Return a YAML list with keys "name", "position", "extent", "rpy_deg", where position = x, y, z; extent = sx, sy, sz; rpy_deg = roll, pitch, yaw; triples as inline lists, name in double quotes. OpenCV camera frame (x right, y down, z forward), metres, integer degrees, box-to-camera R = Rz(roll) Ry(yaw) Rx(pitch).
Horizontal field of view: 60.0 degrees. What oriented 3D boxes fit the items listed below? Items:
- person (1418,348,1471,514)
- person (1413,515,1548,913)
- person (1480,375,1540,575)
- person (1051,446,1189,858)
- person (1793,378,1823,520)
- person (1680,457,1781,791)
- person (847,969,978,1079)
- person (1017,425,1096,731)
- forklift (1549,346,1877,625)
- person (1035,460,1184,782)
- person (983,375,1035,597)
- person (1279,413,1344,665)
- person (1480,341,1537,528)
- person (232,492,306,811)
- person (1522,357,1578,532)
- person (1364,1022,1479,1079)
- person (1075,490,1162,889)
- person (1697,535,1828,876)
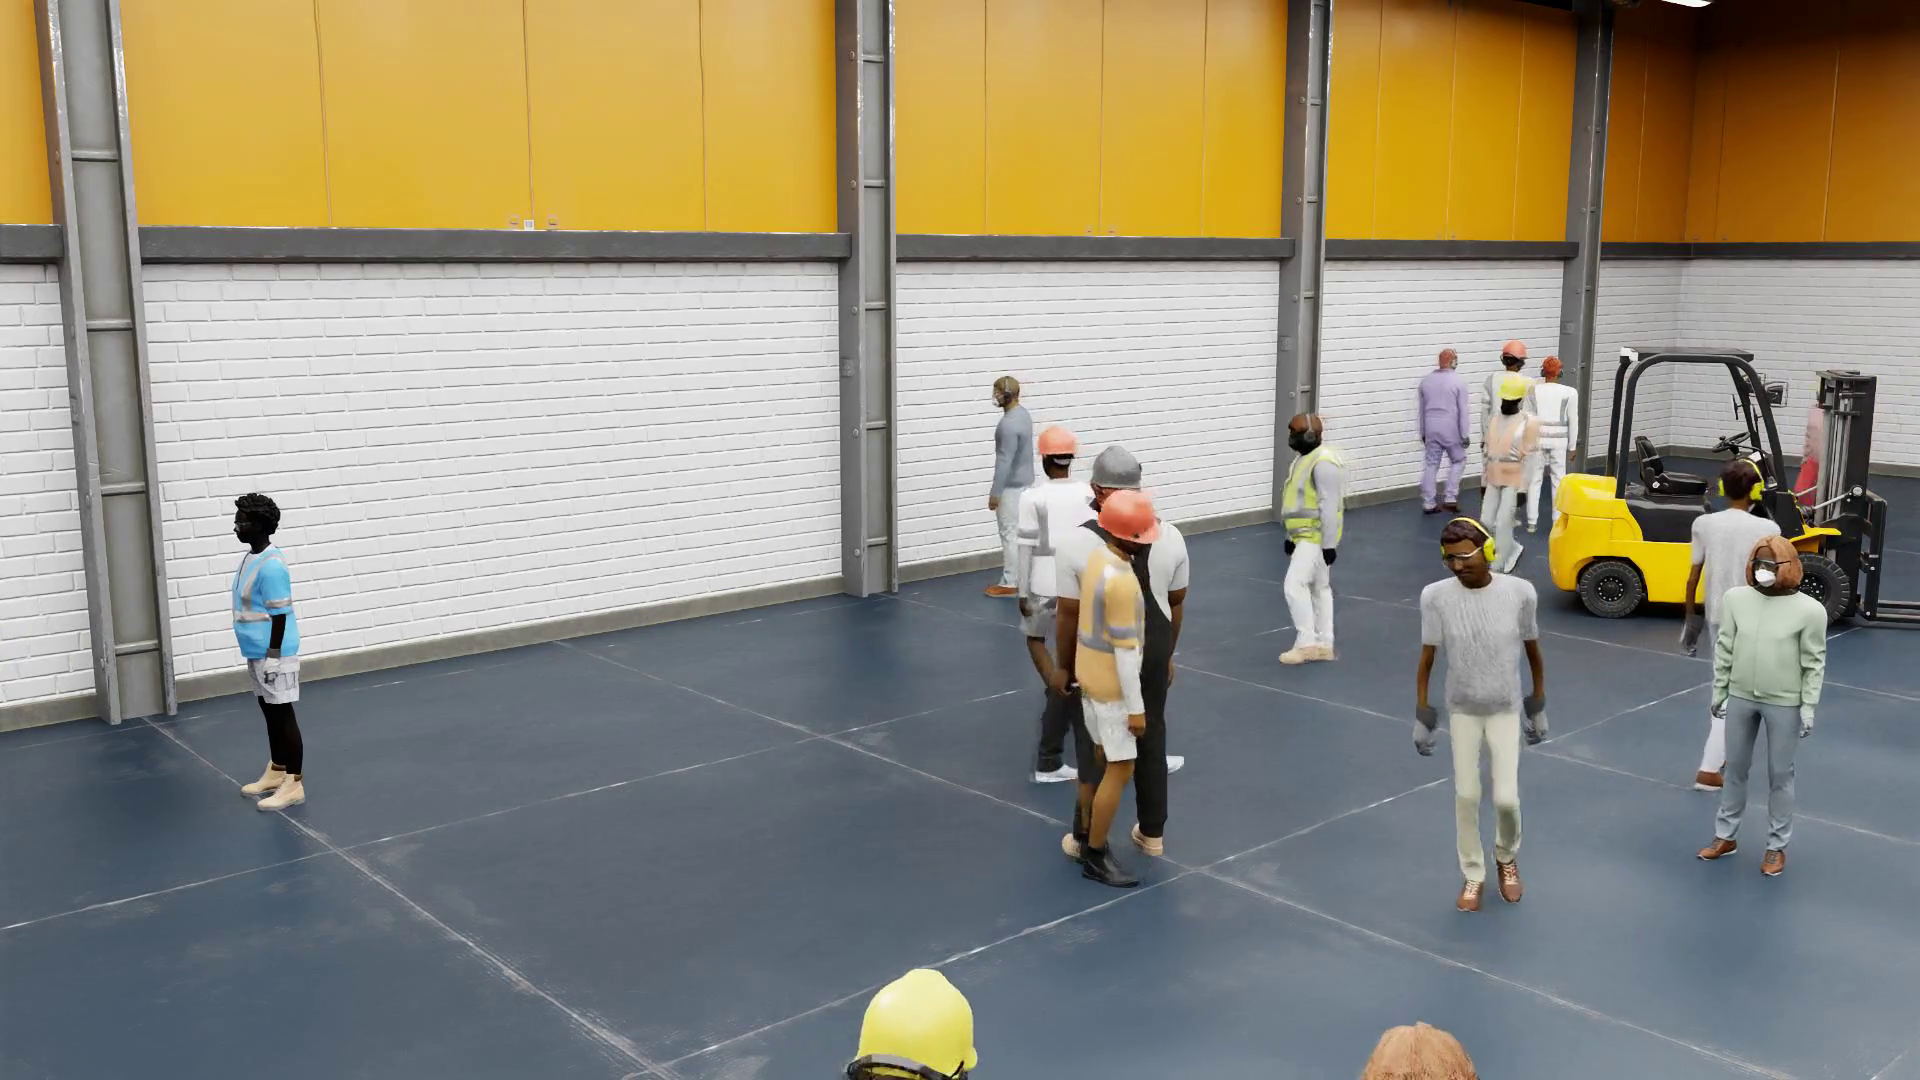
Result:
- name: "person"
  position: [5.538, -1.233, 18.968]
  extent: [0.569, 1.894, 0.696]
  rpy_deg: [-8, 13, -41]
- name: "person"
  position: [2.319, 0.780, 7.411]
  extent: [0.559, 1.825, 0.535]
  rpy_deg: [4, 10, 21]
- name: "person"
  position: [4.930, -0.536, 14.895]
  extent: [0.530, 1.899, 0.598]
  rpy_deg: [-5, 11, -28]
- name: "person"
  position: [0.739, 0.550, 8.119]
  extent: [0.673, 2.000, 0.536]
  rpy_deg: [-3, 10, -18]
- name: "person"
  position: [8.717, -0.796, 16.824]
  extent: [0.382, 1.748, 0.558]
  rpy_deg: [-3, 10, -16]
- name: "person"
  position: [4.325, 0.457, 9.283]
  extent: [0.667, 1.861, 0.540]
  rpy_deg: [-6, 12, -34]
- name: "person"
  position: [-0.088, 1.606, 2.917]
  extent: [0.530, 1.707, 0.948]
  rpy_deg: [2, 10, 13]
- name: "person"
  position: [0.617, 0.265, 10.164]
  extent: [0.545, 1.922, 0.528]
  rpy_deg: [-3, 10, -17]
- name: "forklift"
  position: [6.109, -0.478, 13.691]
  extent: [2.313, 2.155, 1.214]
  rpy_deg: [3, 10, 16]
- name: "person"
  position: [0.839, 0.449, 9.262]
  extent: [0.935, 1.840, 0.739]
  rpy_deg: [-3, 10, -15]
- name: "person"
  position: [0.424, -0.455, 14.333]
  extent: [0.432, 1.930, 0.659]
  rpy_deg: [2, 10, 11]
- name: "person"
  position: [2.479, -0.010, 12.040]
  extent: [0.597, 1.817, 0.646]
  rpy_deg: [0, 10, -2]
- name: "person"
  position: [5.950, -1.132, 18.053]
  extent: [0.460, 2.029, 0.618]
  rpy_deg: [-9, 13, -43]
- name: "person"
  position: [-3.710, 0.589, 8.900]
  extent: [0.318, 1.697, 0.533]
  rpy_deg: [-7, 12, -35]
- name: "person"
  position: [6.256, -1.003, 17.672]
  extent: [0.576, 1.883, 0.355]
  rpy_deg: [5, 11, 25]
- name: "person"
  position: [0.756, 1.652, 2.938]
  extent: [0.715, 1.598, 0.517]
  rpy_deg: [-9, 13, -41]
- name: "person"
  position: [0.705, 0.677, 7.859]
  extent: [0.325, 1.894, 0.694]
  rpy_deg: [-1, 10, -8]
- name: "person"
  position: [3.848, 0.780, 7.958]
  extent: [0.283, 1.633, 0.501]
  rpy_deg: [-9, 13, -41]
